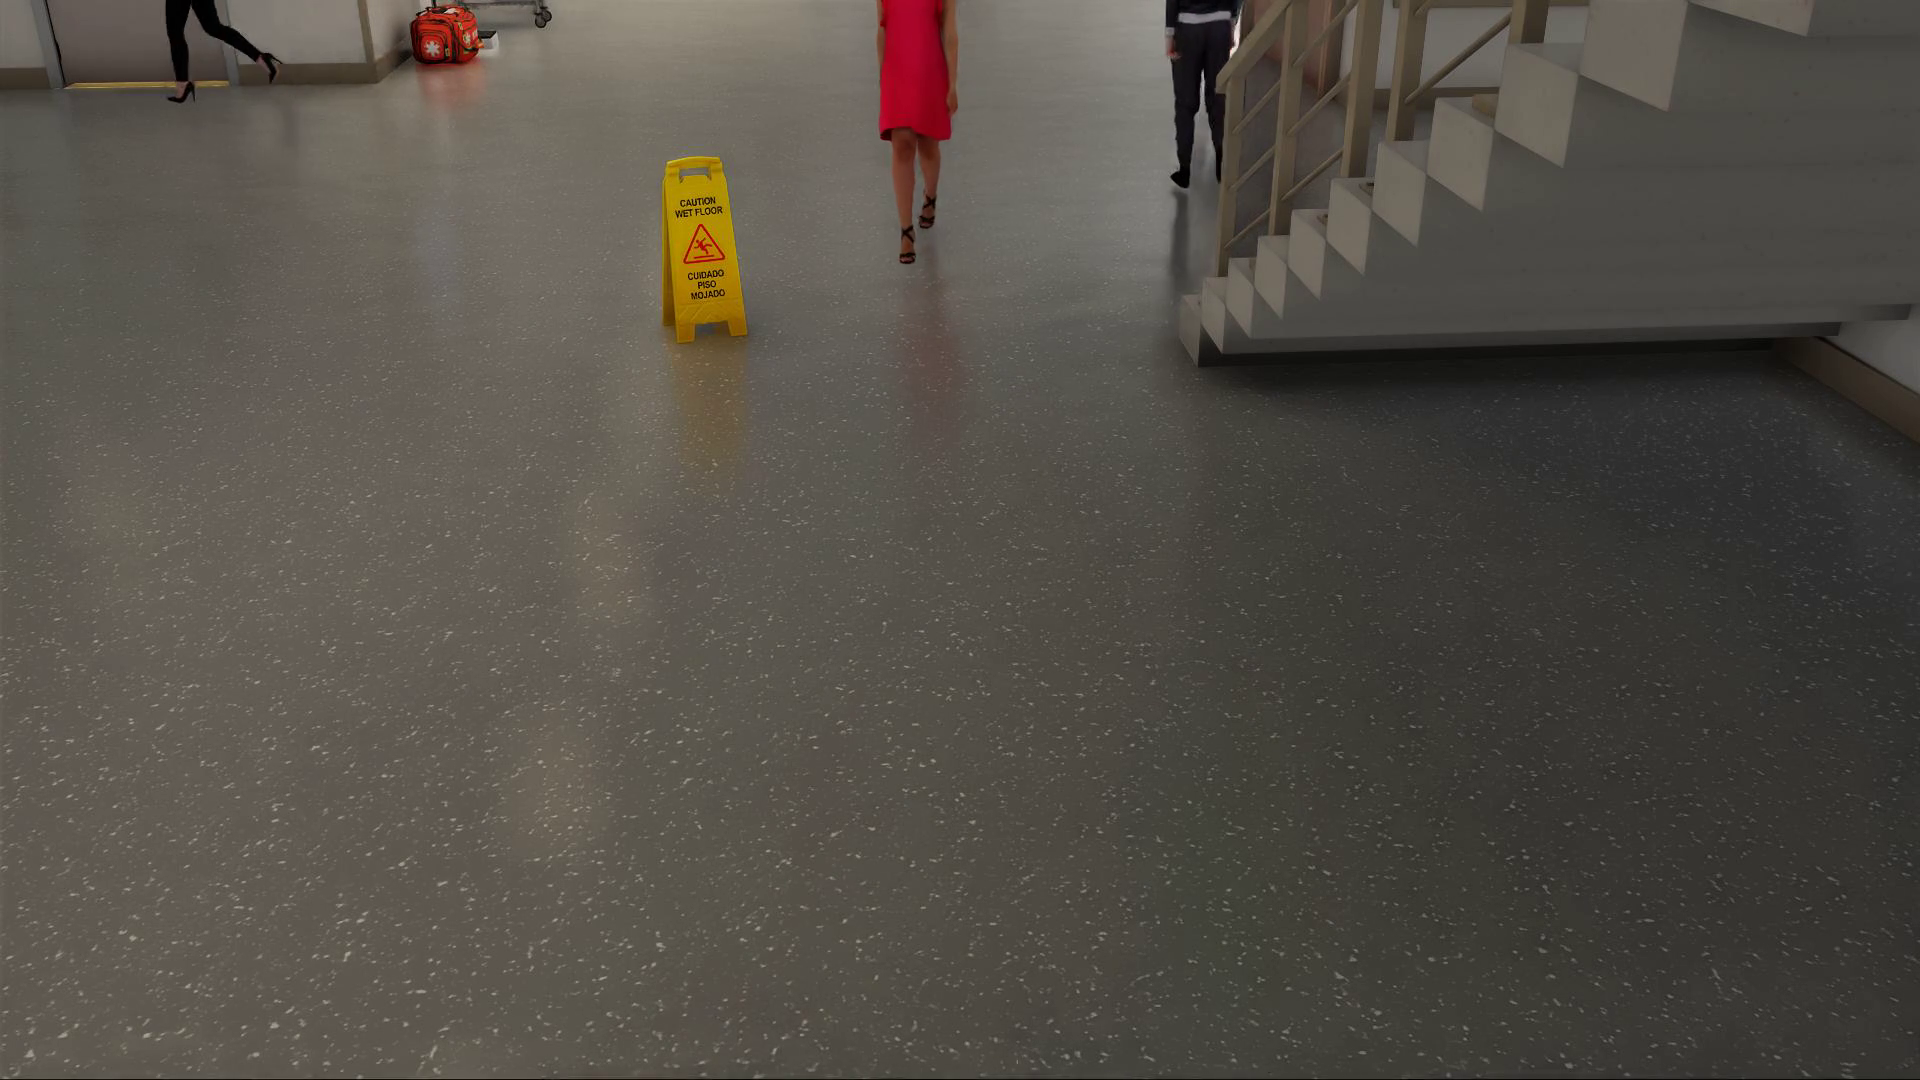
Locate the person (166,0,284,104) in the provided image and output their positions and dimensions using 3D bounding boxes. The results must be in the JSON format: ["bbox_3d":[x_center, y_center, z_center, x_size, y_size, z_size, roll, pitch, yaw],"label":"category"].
[{"bbox_3d":[-5.413,-3.979,11.918,0.659,1.680,1.002,-4,26,-8],"label":"person"}]

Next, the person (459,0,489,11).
[{"bbox_3d":[-4.808,-6.071,16.105,0.890,1.812,0.835,7,27,14],"label":"person"}]

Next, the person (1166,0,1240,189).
[{"bbox_3d":[1.401,-2.843,9.461,0.602,1.768,0.885,-3,26,-7],"label":"person"}]

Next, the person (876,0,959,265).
[{"bbox_3d":[-0.204,-2.314,8.458,0.685,1.686,1.050,2,26,4],"label":"person"}]
